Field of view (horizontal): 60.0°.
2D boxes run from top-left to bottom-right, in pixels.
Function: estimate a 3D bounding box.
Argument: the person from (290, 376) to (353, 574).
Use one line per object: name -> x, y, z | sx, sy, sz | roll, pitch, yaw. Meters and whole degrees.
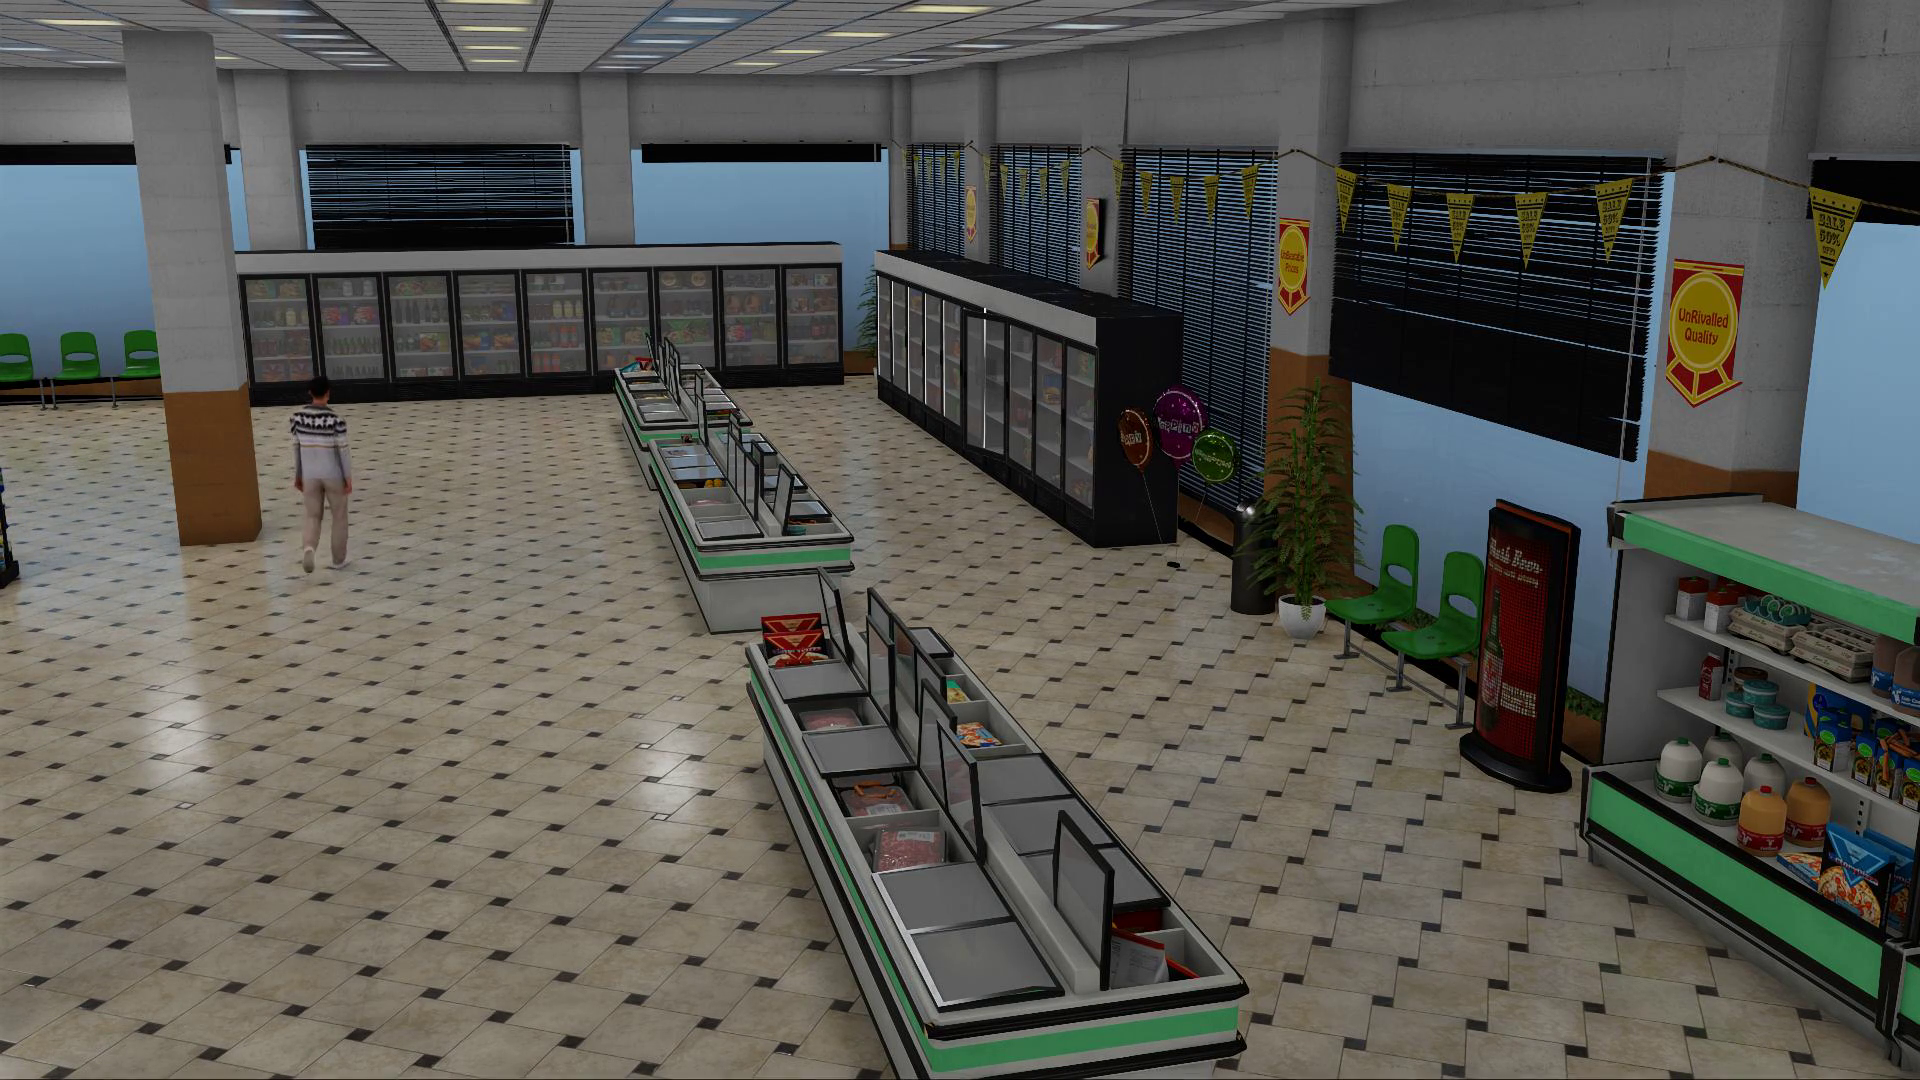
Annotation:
person -> -5.966, -0.579, 15.494 | 0.824, 1.830, 0.961 | 0, 14, 0
